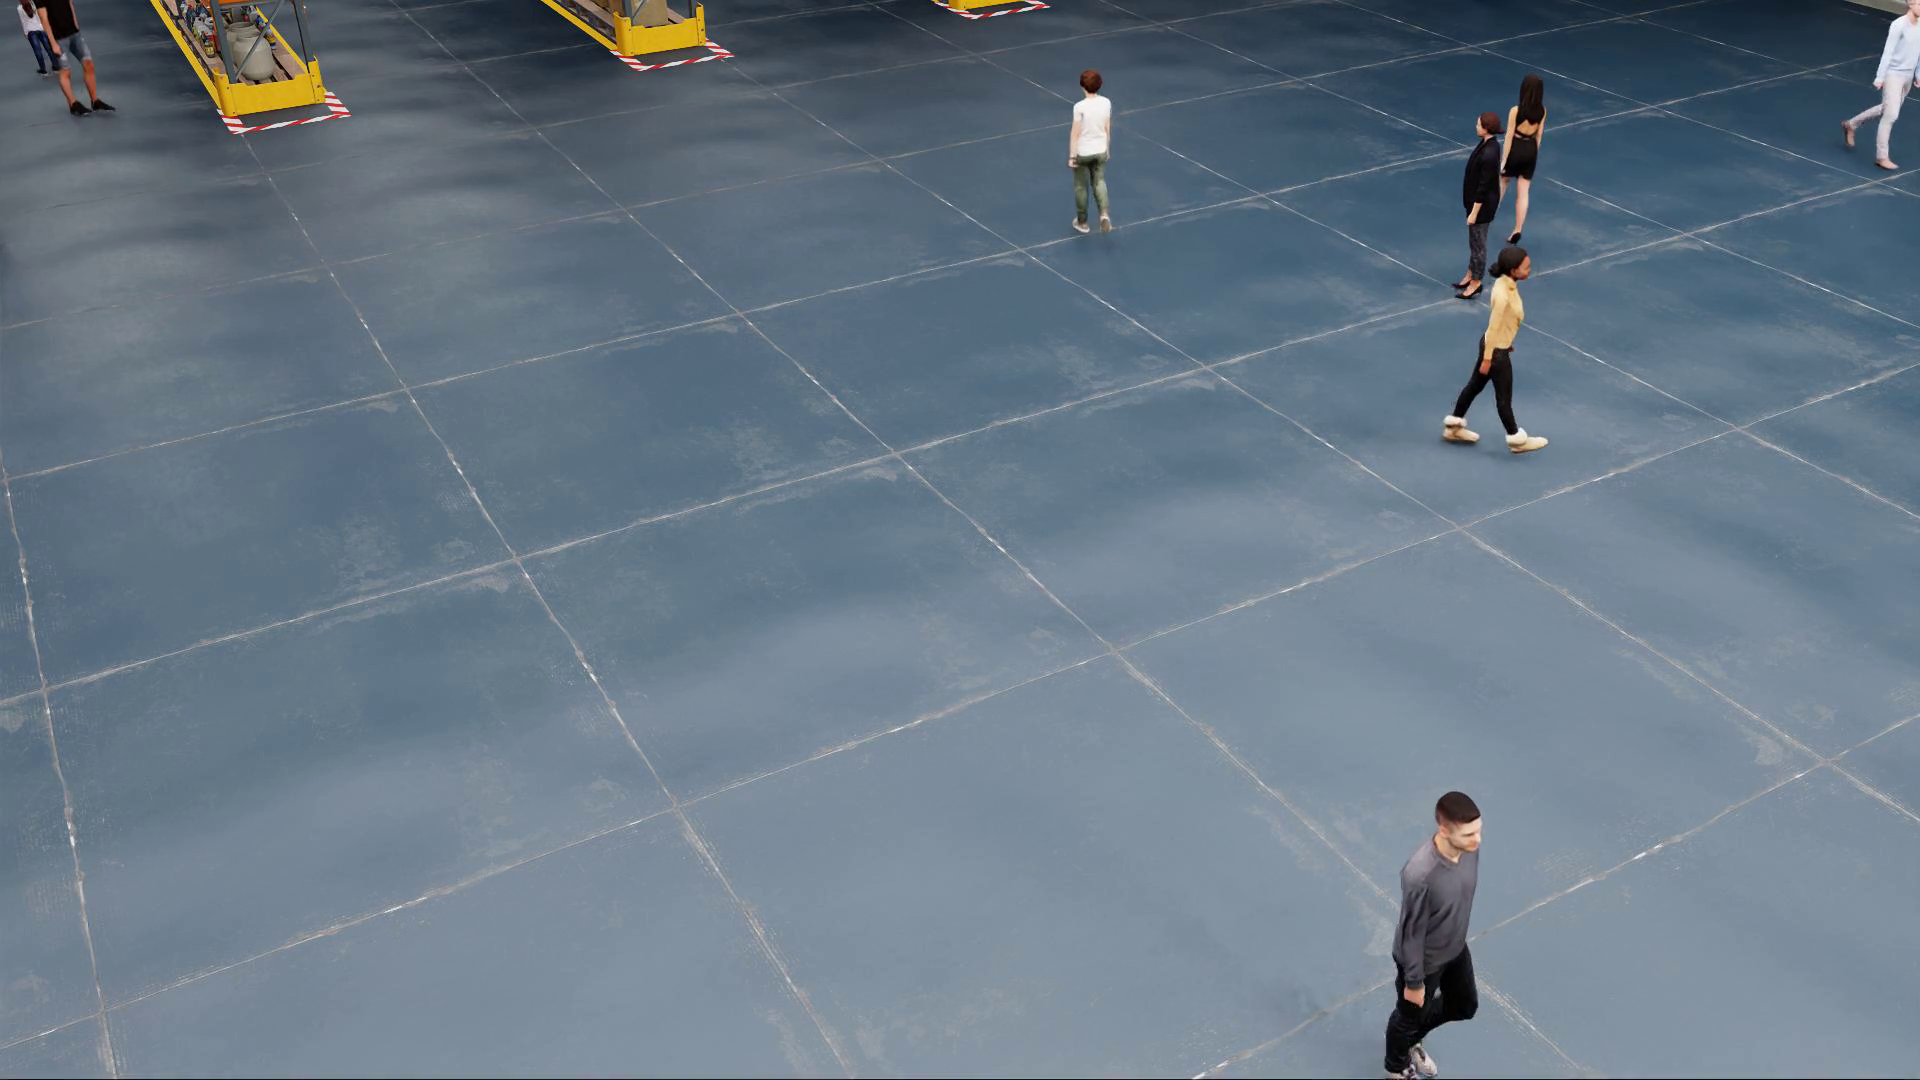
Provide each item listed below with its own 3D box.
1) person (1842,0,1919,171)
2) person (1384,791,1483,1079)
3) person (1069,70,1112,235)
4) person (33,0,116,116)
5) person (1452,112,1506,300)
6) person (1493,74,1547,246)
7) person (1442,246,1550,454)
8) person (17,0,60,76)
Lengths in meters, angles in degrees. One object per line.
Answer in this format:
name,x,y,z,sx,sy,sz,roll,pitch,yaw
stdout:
person,10.096,-5.036,18.048,0.749,1.867,1.195,-13,34,-19
person,2.020,1.765,7.372,0.698,1.756,0.680,-28,42,-37
person,1.306,-3.737,16.198,0.673,1.645,0.930,-11,34,-17
person,-10.546,-5.888,19.427,0.977,1.837,0.910,12,34,19
person,4.694,-3.015,14.986,0.790,1.717,0.724,7,33,10
person,5.437,-3.624,16.054,0.865,1.606,1.128,-4,32,-6
person,3.968,-1.439,12.567,1.095,1.632,1.018,10,33,15
person,-11.680,-6.461,21.014,0.529,1.114,0.497,26,40,35
